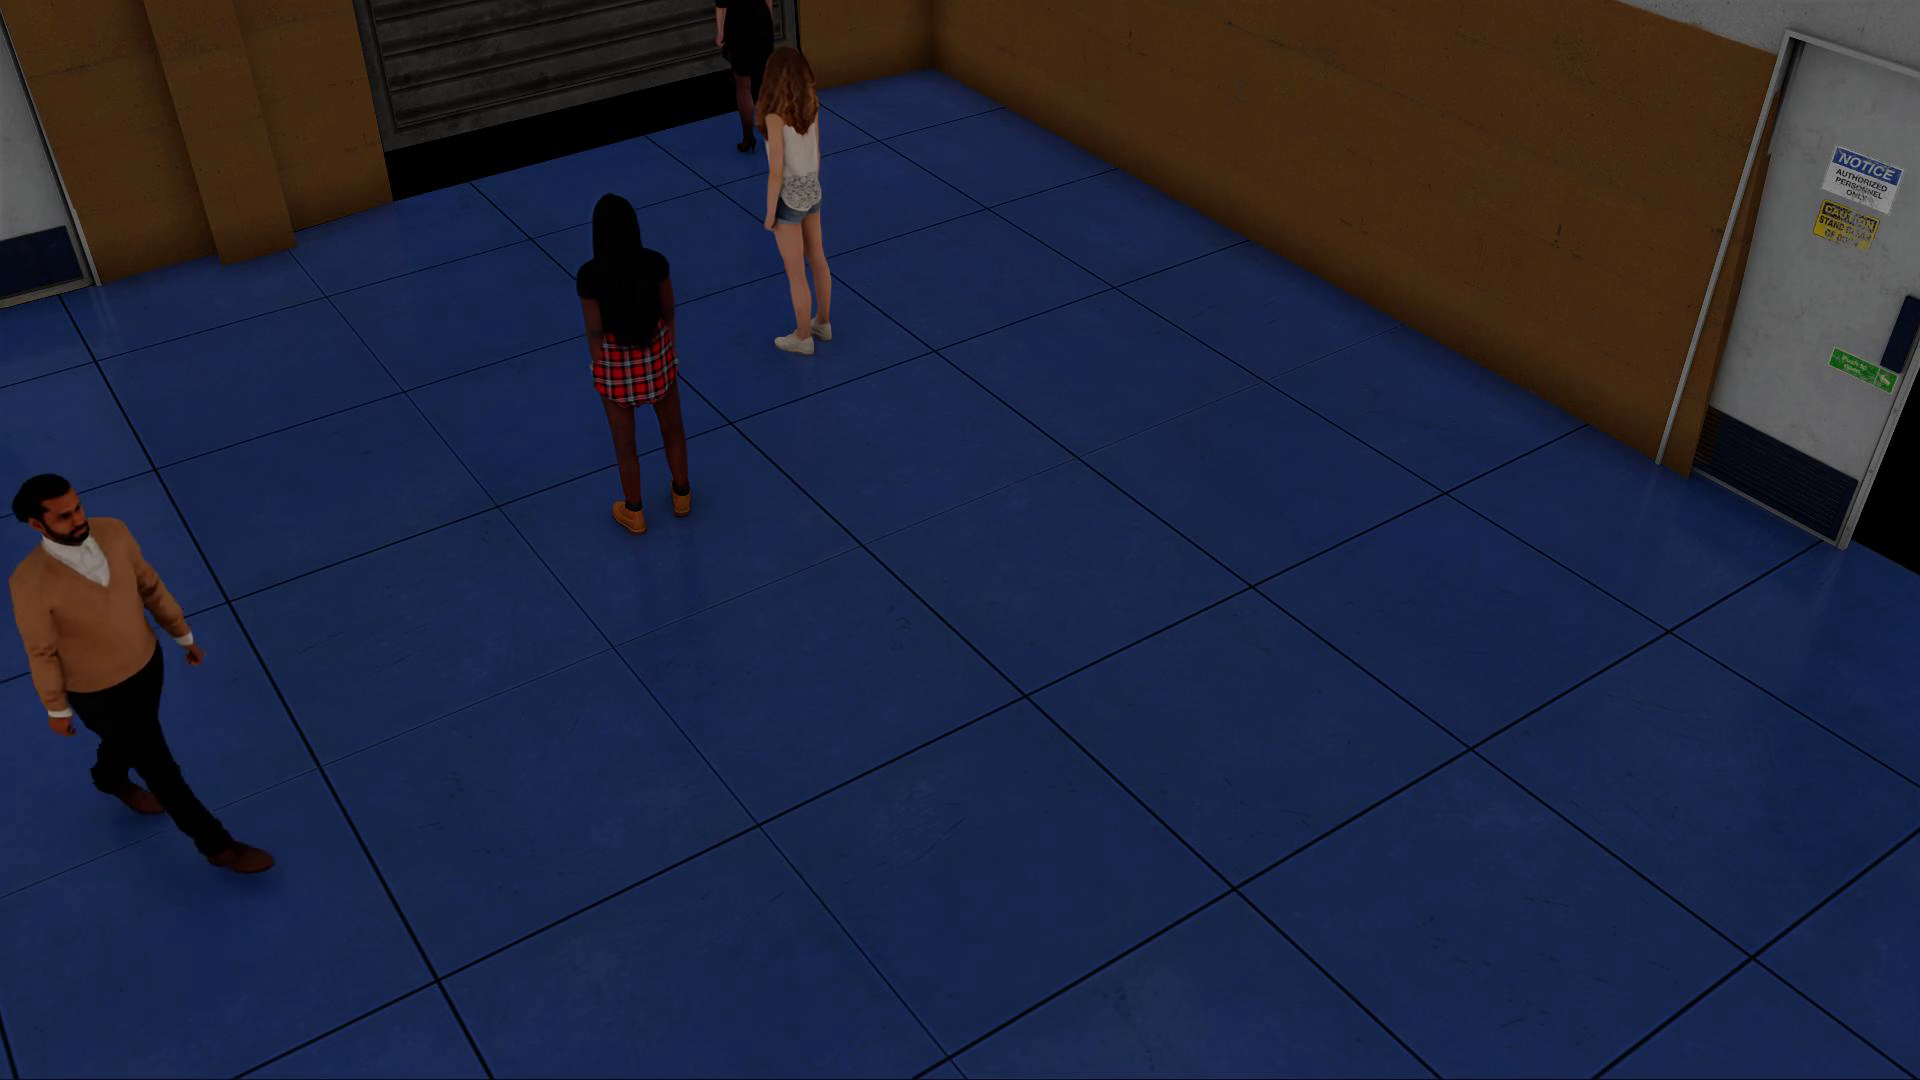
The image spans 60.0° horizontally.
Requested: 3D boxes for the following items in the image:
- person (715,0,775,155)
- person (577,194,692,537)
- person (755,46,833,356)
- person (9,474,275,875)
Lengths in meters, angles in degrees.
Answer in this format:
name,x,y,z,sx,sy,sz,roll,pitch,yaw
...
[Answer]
name,x,y,z,sx,sy,sz,roll,pitch,yaw
person,-1.445,-3.471,11.337,0.452,1.706,0.659,-19,41,-24
person,-1.518,-0.813,7.790,0.539,1.729,0.668,-20,41,-25
person,-0.883,-1.846,9.142,0.696,1.759,0.563,23,43,27
person,-3.143,0.475,6.082,1.169,1.719,1.202,12,39,15
